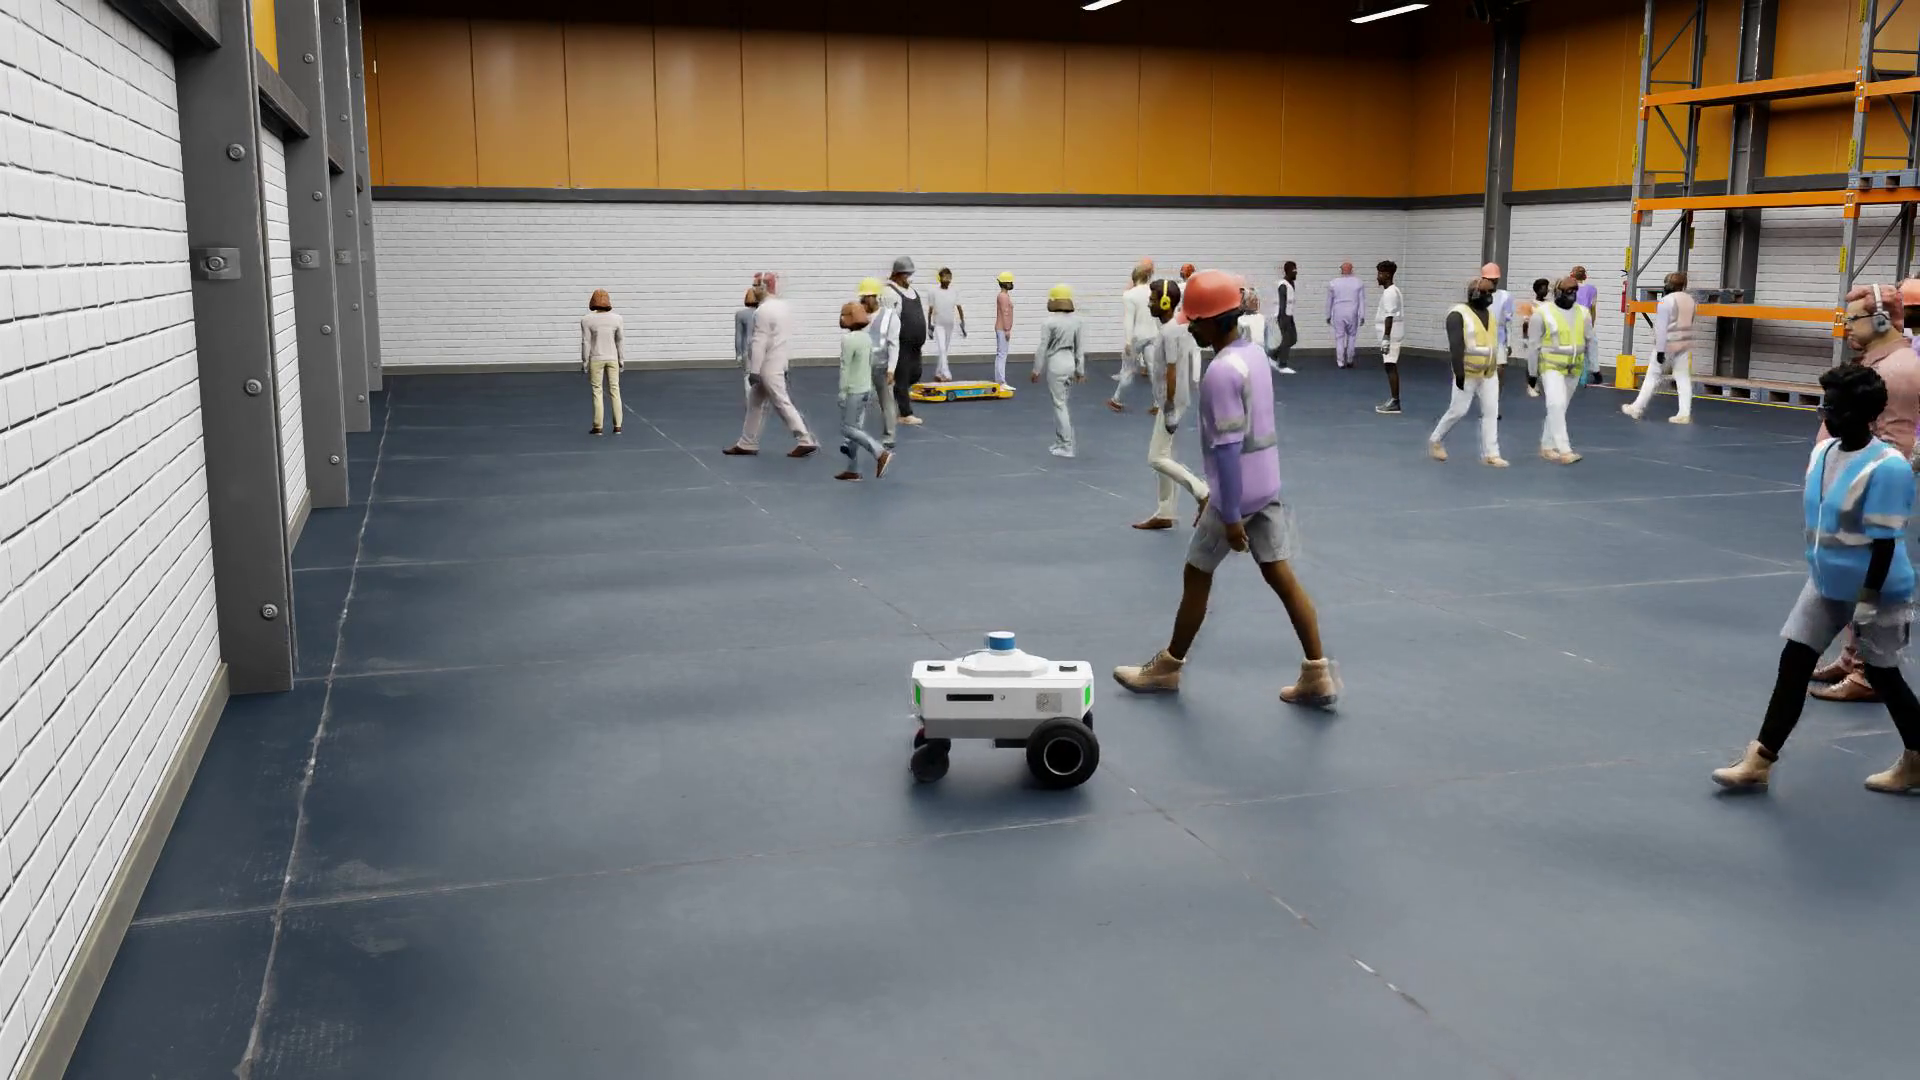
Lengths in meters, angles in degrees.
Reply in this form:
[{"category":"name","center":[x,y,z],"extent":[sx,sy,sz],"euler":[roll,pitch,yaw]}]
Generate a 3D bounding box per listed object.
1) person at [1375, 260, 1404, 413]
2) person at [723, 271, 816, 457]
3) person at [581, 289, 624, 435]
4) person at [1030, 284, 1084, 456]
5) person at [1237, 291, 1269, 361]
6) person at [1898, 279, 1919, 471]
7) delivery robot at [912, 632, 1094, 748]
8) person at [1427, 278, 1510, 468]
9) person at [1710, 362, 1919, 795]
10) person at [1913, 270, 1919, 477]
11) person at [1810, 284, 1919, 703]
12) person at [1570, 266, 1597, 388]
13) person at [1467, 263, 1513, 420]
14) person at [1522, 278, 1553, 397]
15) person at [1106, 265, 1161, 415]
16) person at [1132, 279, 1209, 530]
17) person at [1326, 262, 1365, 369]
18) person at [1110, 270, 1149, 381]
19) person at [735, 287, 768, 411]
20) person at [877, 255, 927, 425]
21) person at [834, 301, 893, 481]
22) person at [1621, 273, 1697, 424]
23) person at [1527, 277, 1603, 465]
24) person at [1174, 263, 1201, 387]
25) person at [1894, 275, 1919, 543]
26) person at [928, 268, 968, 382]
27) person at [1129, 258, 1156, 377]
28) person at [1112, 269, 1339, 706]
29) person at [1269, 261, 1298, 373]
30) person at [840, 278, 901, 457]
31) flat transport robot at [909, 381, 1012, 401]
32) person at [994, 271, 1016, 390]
[{"category":"person","center":[5.499,-2.606,21.350],"extent":[0.393,1.953,0.620],"euler":[3,10,14]},{"category":"person","center":[-1.894,-1.750,16.647],"extent":[0.977,1.865,0.659],"euler":[1,10,6]},{"category":"person","center":[-4.021,-1.998,18.727],"extent":[0.507,1.632,0.272],"euler":[-6,12,-32]},{"category":"person","center":[0.955,-1.712,16.802],"extent":[0.497,1.723,0.598],"euler":[-9,14,-43]},{"category":"person","center":[3.123,-1.906,18.215],"extent":[0.551,1.619,0.472],"euler":[-8,12,-38]},{"category":"person","center":[6.302,-0.753,10.839],"extent":[1.011,1.882,0.569],"euler":[6,11,29]},{"category":"delivery robot","center":[0.162,0.603,6.518],"extent":[0.707,0.478,0.477],"euler":[0,10,1]},{"category":"person","center":[4.927,-1.620,16.056],"extent":[0.628,1.806,0.837],"euler":[-5,11,-25]},{"category":"person","center":[3.307,0.164,6.156],"extent":[0.826,1.648,0.565],"euler":[-1,10,-7]},{"category":"person","center":[8.768,-1.543,15.223],"extent":[0.379,1.937,0.629],"euler":[-2,10,-10]},{"category":"person","center":[4.129,-0.202,7.600],"extent":[0.418,1.913,0.654],"euler":[4,11,22]},{"category":"person","center":[9.294,-3.204,25.091],"extent":[0.565,1.847,0.396],"euler":[1,10,3]},{"category":"person","center":[6.473,-2.421,20.349],"extent":[0.584,1.912,0.763],"euler":[2,10,12]},{"category":"person","center":[8.190,-2.873,23.627],"extent":[0.540,1.682,0.388],"euler":[-3,10,-16]},{"category":"person","center":[2.285,-2.542,21.166],"extent":[0.658,1.883,1.026],"euler":[-6,12,-32]},{"category":"person","center":[1.583,-0.969,12.143],"extent":[0.556,1.854,0.518],"euler":[2,10,12]},{"category":"person","center":[6.835,-3.985,29.527],"extent":[0.679,1.868,0.903],"euler":[2,10,12]},{"category":"person","center":[2.935,-3.412,26.376],"extent":[1.010,1.831,0.585],"euler":[2,10,13]},{"category":"person","center":[-2.589,-2.381,21.001],"extent":[0.506,1.621,0.472],"euler":[-2,10,-9]},{"category":"person","center":[-0.724,-2.408,19.922],"extent":[0.706,2.000,0.689],"euler":[6,11,31]},{"category":"person","center":[-0.879,-1.308,14.777],"extent":[0.546,1.613,0.509],"euler":[4,10,20]},{"category":"person","center":[8.543,-2.326,20.155],"extent":[0.648,1.792,0.952],"euler":[-5,11,-26]},{"category":"person","center":[5.879,-1.627,16.091],"extent":[0.642,1.802,0.927],"euler":[-3,10,-16]},{"category":"person","center":[3.449,-3.243,25.215],"extent":[0.573,1.883,0.356],"euler":[-3,10,-16]},{"category":"person","center":[6.655,-0.906,11.703],"extent":[1.009,1.890,0.633],"euler":[5,11,26]},{"category":"person","center":[-0.207,-3.267,25.583],"extent":[0.543,1.804,1.014],"euler":[-3,10,-19]},{"category":"person","center":[3.101,-3.698,27.654],"extent":[0.620,1.964,0.975],"euler":[3,10,15]},{"category":"person","center":[1.255,-0.218,7.468],"extent":[1.044,1.971,0.722],"euler":[6,12,32]},{"category":"person","center":[5.521,-3.784,28.285],"extent":[0.476,1.902,0.611],"euler":[4,11,24]},{"category":"person","center":[-0.895,-1.725,16.701],"extent":[0.591,1.781,0.924],"euler":[3,10,18]},{"category":"flat transport robot","center":[-0.041,-2.087,23.182],"extent":[1.431,0.197,0.652],"euler":[-7,12,-34]},{"category":"person","center":[0.675,-3.118,24.826],"extent":[0.314,1.769,0.524],"euler":[-1,10,-6]}]
